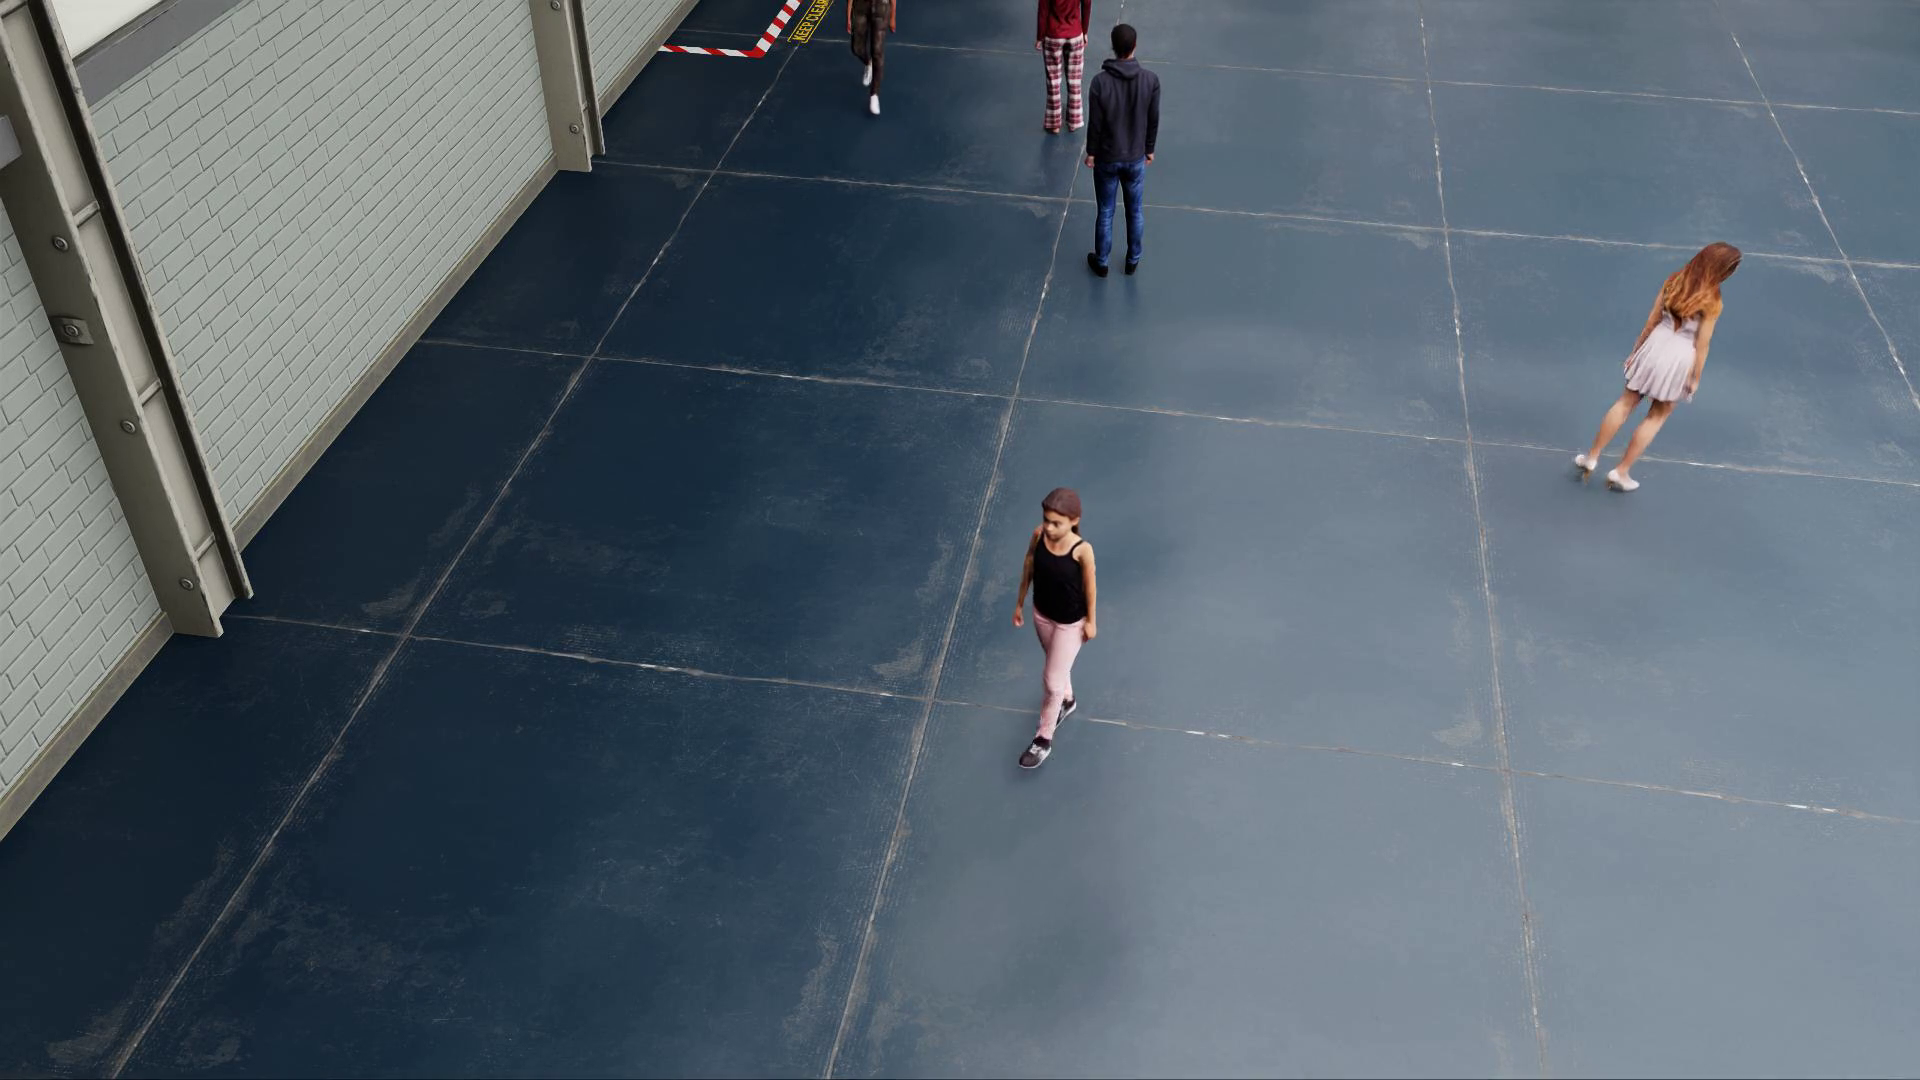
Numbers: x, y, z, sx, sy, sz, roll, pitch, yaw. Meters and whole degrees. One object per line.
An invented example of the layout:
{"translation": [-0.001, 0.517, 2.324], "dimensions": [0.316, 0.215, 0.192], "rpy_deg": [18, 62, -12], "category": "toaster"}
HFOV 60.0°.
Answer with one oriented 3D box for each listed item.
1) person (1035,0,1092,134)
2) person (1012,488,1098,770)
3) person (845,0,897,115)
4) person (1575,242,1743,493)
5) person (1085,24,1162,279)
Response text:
{"translation": [0.877, -4.301, 14.130], "dimensions": [0.691, 1.700, 0.653], "rpy_deg": [-9, 39, -11], "category": "person"}
{"translation": [0.536, 0.346, 8.317], "dimensions": [0.777, 1.543, 0.924], "rpy_deg": [26, 45, 29], "category": "person"}
{"translation": [-0.773, -4.645, 14.581], "dimensions": [0.694, 1.684, 0.930], "rpy_deg": [0, 38, 0], "category": "person"}
{"translation": [4.131, -1.007, 9.893], "dimensions": [0.885, 1.731, 0.812], "rpy_deg": [-32, 48, -34], "category": "person"}
{"translation": [1.165, -2.796, 12.052], "dimensions": [0.737, 1.890, 0.683], "rpy_deg": [-5, 38, -6], "category": "person"}
